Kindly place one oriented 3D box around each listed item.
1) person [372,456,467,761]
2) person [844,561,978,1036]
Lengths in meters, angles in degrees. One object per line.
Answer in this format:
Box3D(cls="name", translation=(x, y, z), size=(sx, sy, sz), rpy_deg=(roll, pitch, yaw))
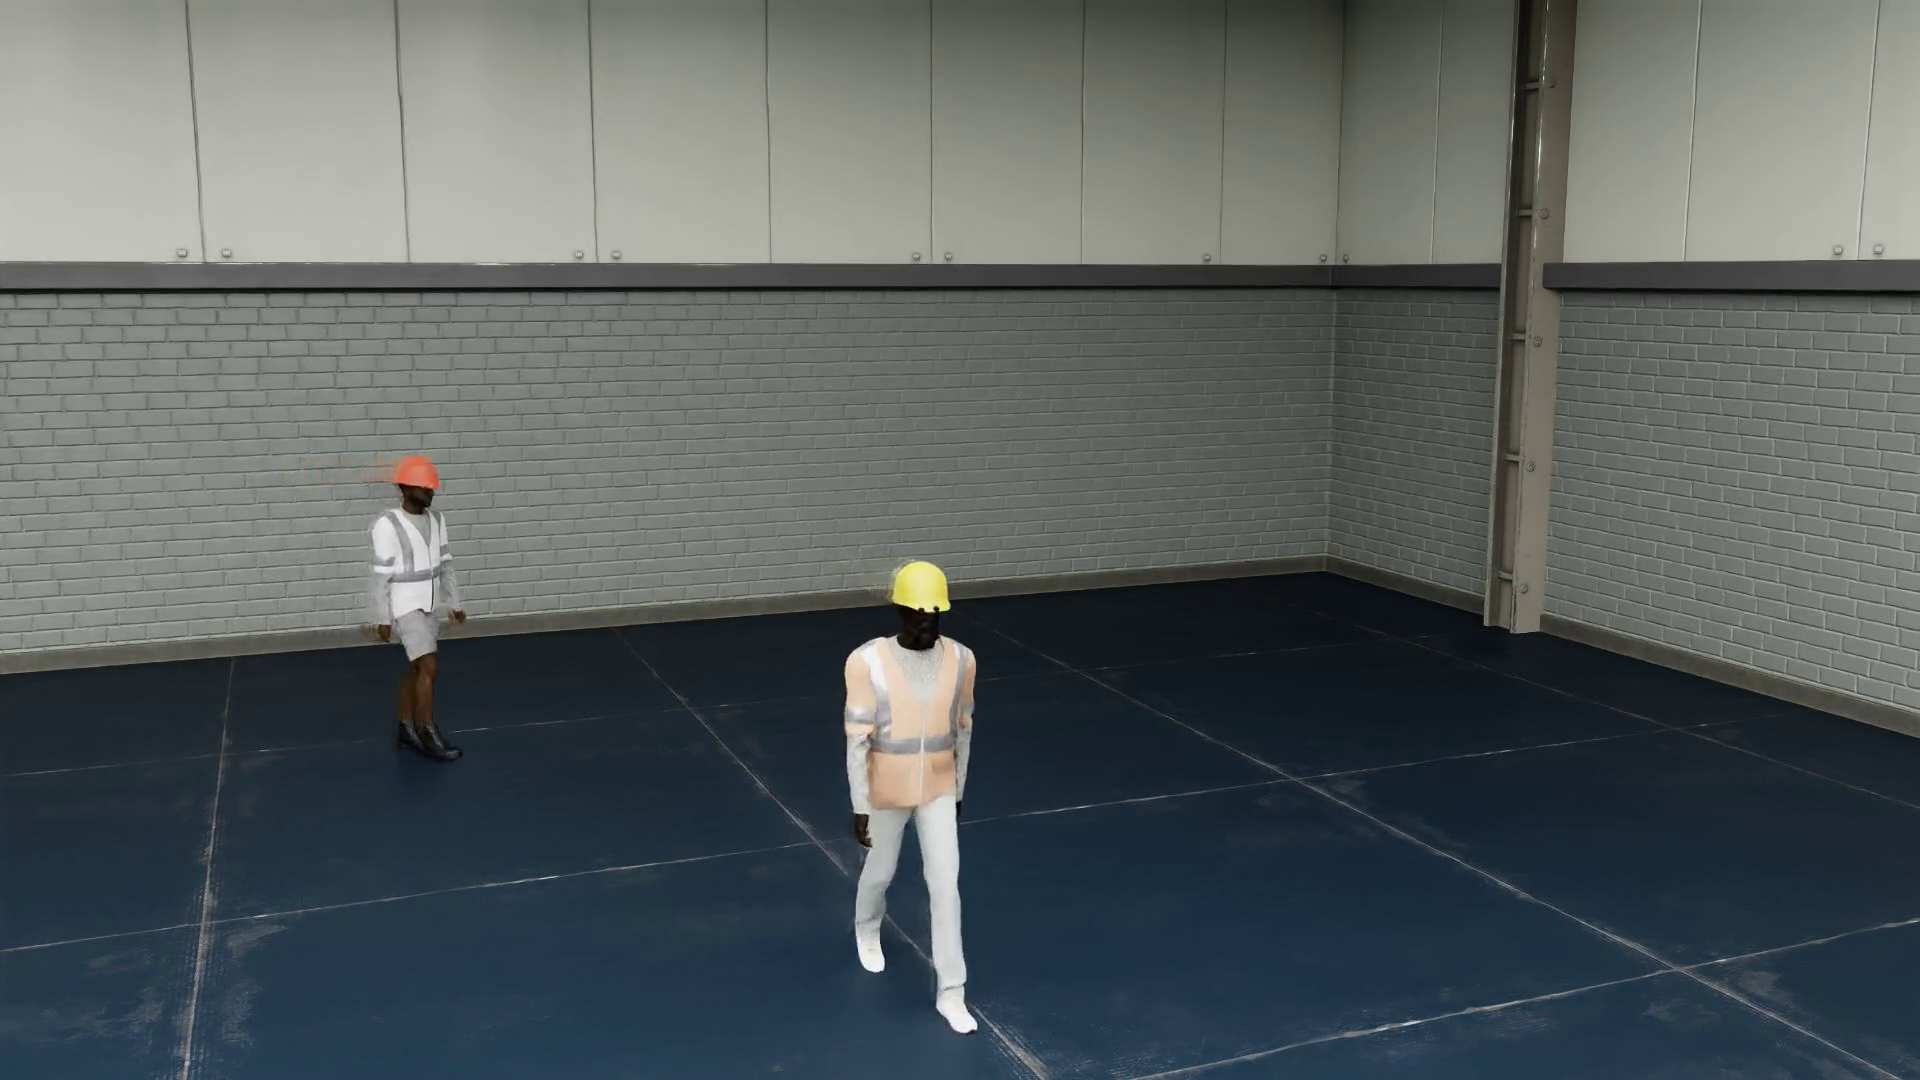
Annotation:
Box3D(cls="person", translation=(-3.322, 0.428, 10.437), size=(0.776, 1.908, 0.552), rpy_deg=(3, 10, 21))
Box3D(cls="person", translation=(-0.218, 1.000, 6.945), size=(0.588, 1.886, 0.971), rpy_deg=(-3, 10, -19))
